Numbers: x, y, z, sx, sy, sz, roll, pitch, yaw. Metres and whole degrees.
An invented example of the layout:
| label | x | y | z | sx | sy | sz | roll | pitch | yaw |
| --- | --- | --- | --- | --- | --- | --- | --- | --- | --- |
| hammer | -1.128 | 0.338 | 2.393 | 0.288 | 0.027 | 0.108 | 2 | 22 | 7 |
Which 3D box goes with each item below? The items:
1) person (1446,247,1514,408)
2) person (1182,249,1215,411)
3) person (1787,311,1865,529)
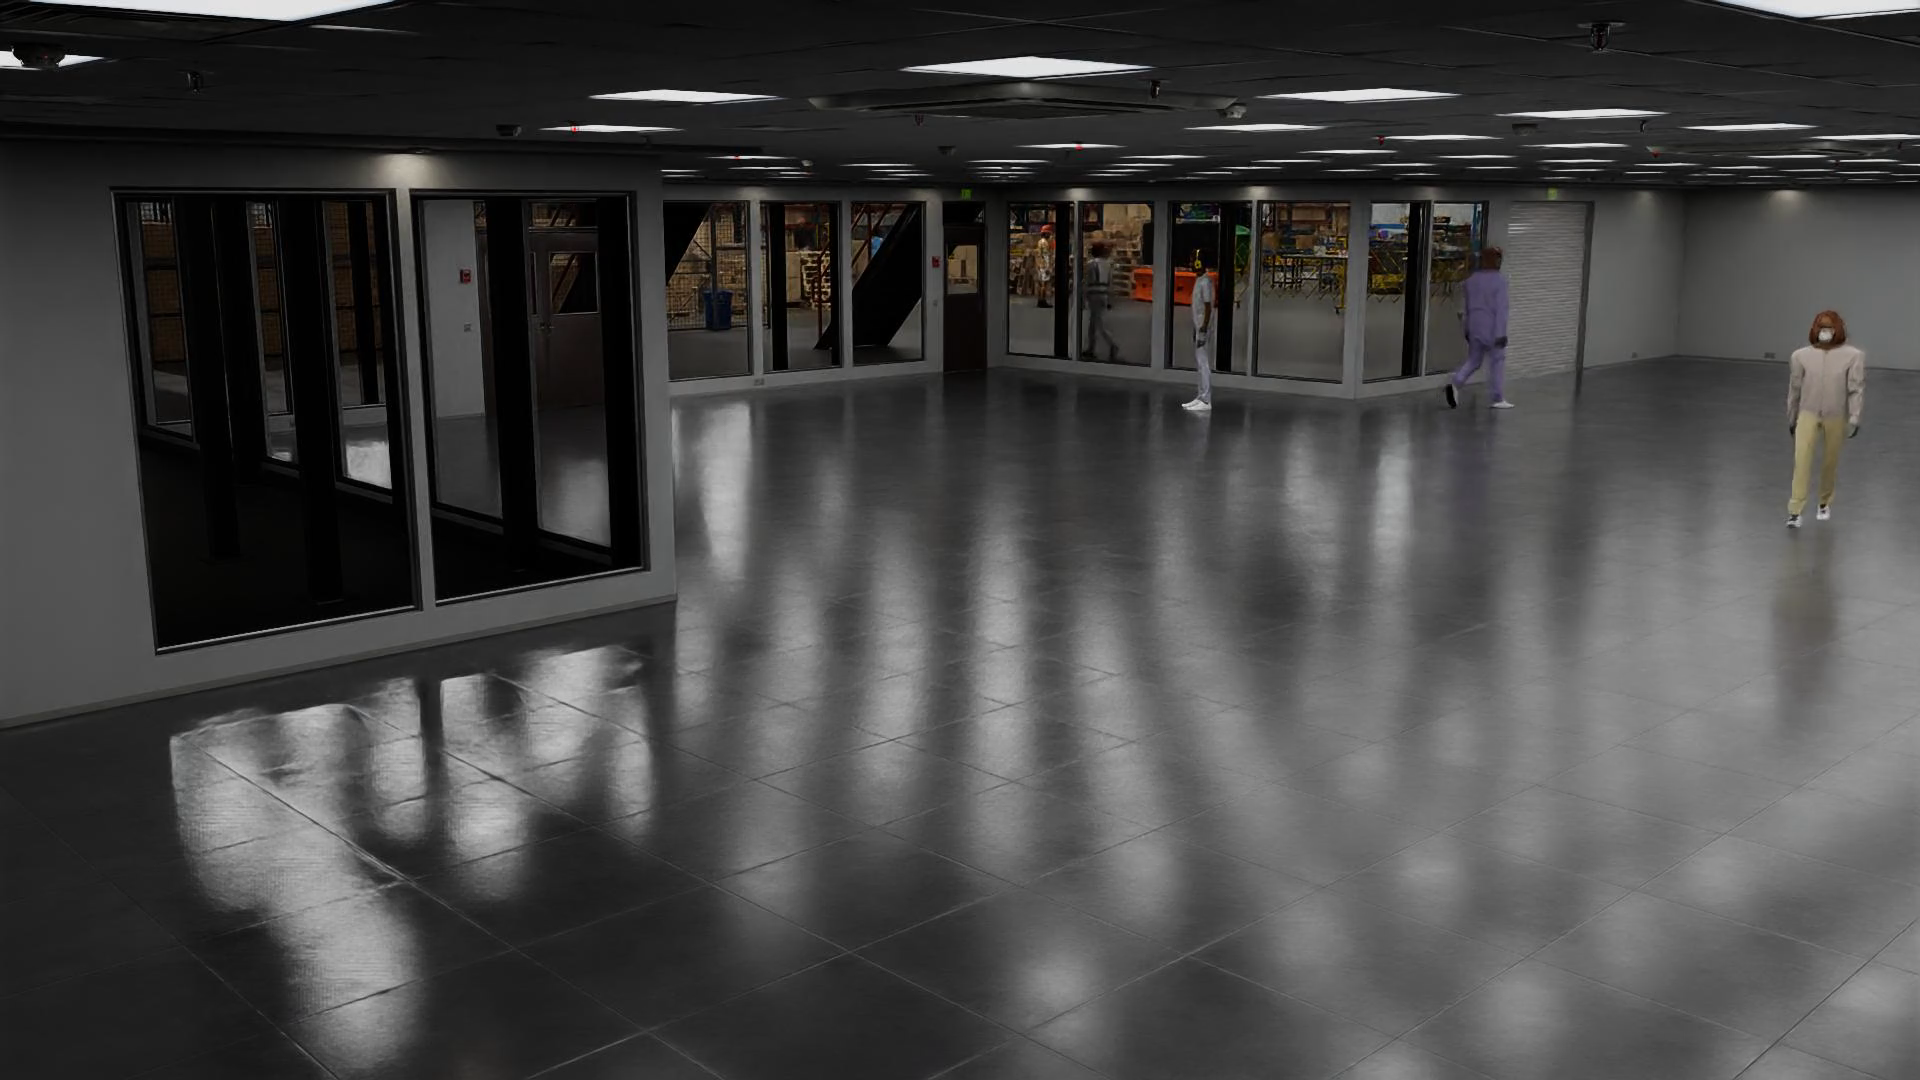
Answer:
| label | x | y | z | sx | sy | sz | roll | pitch | yaw |
| --- | --- | --- | --- | --- | --- | --- | --- | --- | --- |
| person | 6.089 | -2.448 | 19.292 | 0.799 | 1.885 | 0.665 | -6 | 13 | -27 |
| person | 2.772 | -2.421 | 19.215 | 0.333 | 1.864 | 0.520 | 0 | 11 | 2 |
| person | 6.333 | -0.885 | 12.212 | 0.504 | 1.587 | 0.871 | 6 | 13 | 29 |
